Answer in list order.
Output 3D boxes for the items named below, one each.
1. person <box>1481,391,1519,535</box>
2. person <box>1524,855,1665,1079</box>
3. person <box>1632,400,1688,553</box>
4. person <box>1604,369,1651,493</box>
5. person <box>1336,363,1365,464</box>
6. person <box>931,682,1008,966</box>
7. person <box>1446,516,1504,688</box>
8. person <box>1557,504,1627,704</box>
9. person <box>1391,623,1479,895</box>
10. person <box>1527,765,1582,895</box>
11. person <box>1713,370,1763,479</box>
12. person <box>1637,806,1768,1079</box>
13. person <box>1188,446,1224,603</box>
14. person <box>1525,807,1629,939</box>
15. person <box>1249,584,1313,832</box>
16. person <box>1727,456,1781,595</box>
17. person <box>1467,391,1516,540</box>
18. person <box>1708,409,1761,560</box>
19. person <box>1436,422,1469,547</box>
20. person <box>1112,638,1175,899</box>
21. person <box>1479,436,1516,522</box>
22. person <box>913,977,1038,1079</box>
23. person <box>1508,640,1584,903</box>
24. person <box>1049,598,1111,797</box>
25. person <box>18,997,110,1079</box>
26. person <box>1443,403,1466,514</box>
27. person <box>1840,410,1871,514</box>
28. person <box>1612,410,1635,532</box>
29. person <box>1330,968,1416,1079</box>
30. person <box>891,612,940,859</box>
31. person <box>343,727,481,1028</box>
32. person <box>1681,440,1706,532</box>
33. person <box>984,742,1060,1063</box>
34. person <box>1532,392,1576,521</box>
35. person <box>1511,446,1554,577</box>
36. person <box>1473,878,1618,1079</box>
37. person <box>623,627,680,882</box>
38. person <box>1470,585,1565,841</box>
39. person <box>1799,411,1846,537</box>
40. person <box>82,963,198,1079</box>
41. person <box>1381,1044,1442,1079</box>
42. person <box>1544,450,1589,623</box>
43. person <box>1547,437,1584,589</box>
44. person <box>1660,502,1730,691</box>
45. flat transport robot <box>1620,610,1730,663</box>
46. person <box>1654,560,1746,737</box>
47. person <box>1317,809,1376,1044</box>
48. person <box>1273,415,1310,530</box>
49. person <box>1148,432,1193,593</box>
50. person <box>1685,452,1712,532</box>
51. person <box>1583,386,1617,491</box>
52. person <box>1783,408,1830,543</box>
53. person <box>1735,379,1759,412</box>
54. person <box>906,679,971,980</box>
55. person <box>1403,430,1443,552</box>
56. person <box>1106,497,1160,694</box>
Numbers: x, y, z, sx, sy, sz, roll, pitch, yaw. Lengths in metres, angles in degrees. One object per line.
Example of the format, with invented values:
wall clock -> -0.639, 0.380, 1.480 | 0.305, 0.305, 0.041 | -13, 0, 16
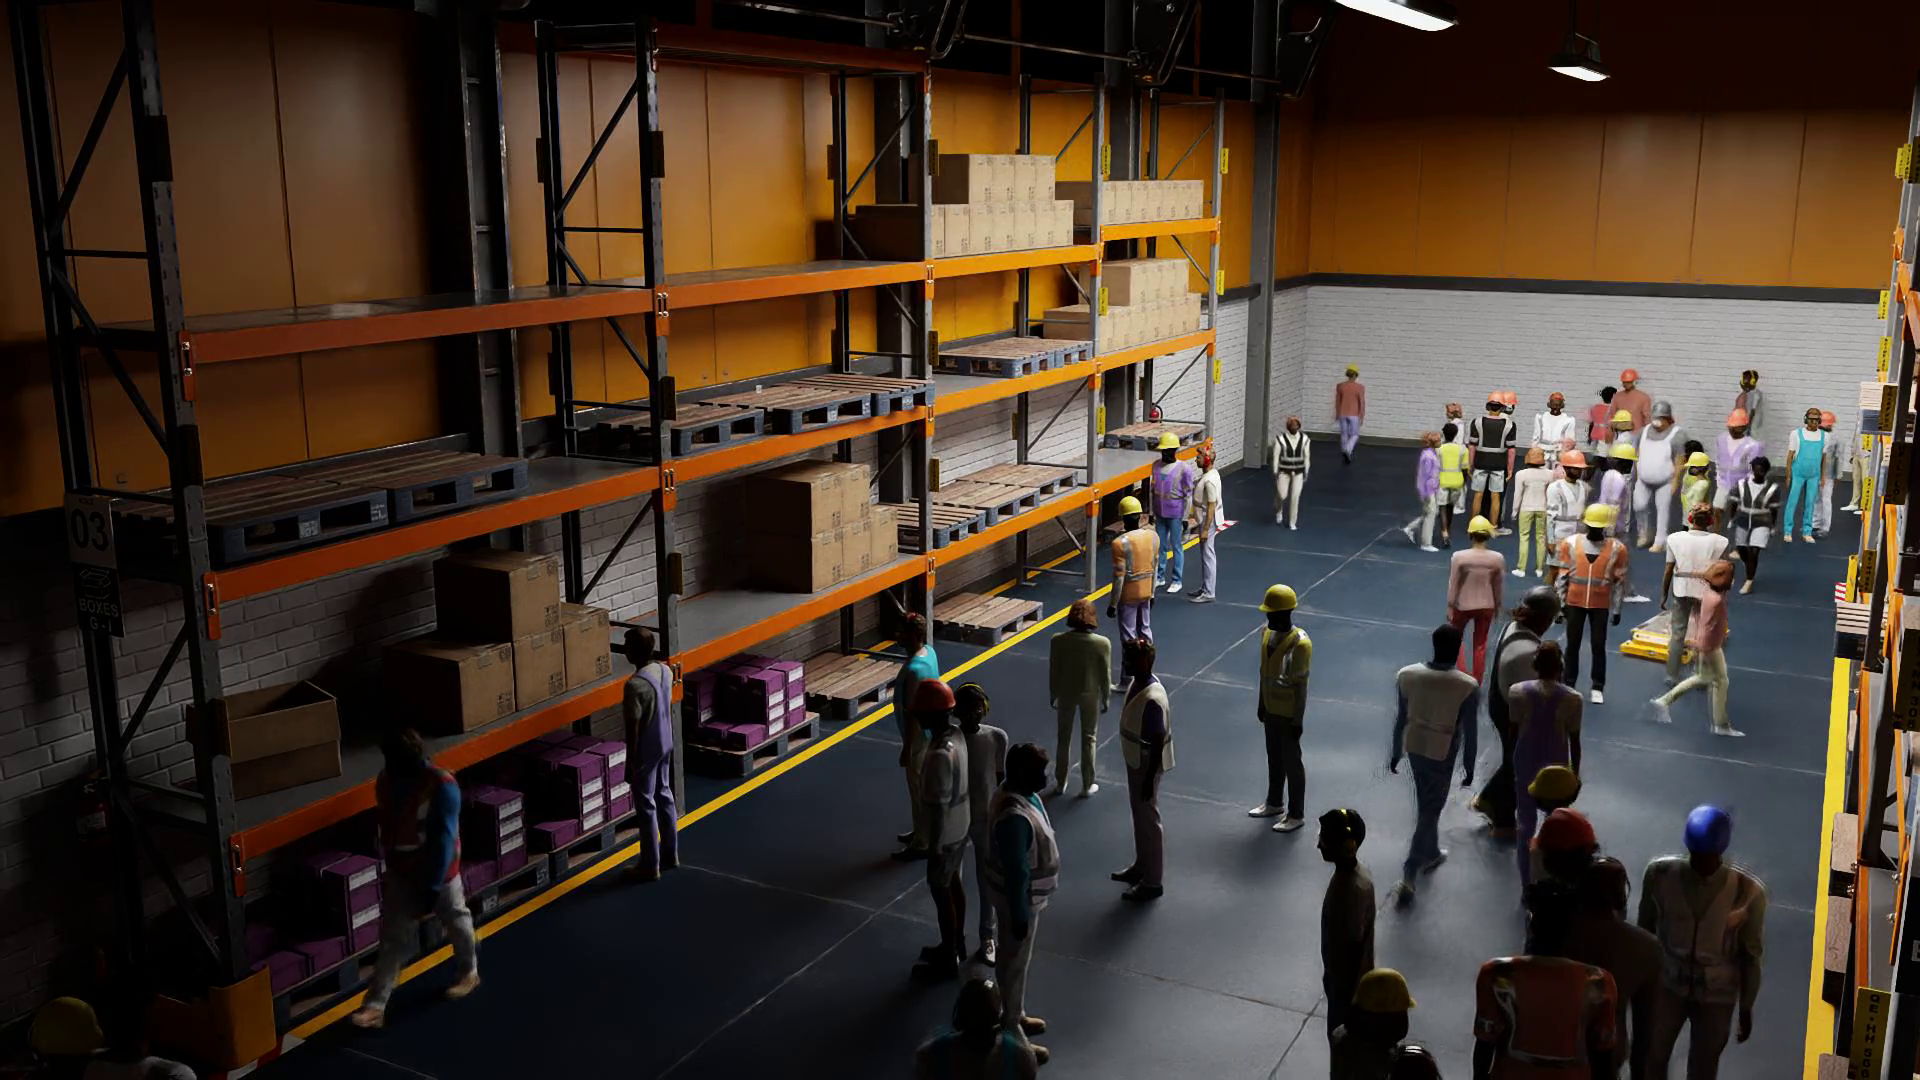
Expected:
person -> 7.489, -1.069, 23.028 | 0.410, 1.986, 0.620 | -3, 13, -14
person -> 2.884, 2.396, 7.680 | 0.657, 1.905, 0.536 | 2, 13, 7
person -> 9.166, -0.840, 21.869 | 0.541, 2.000, 0.692 | -12, 17, -43
person -> 10.240, -1.637, 25.587 | 0.853, 1.968, 0.666 | -11, 16, -40
person -> 6.621, -2.135, 28.326 | 0.543, 1.740, 0.505 | 9, 15, 34
person -> 0.062, 1.788, 10.516 | 0.509, 1.862, 0.328 | -1, 13, -5
person -> 4.916, 0.633, 15.918 | 0.556, 1.749, 0.402 | 0, 13, -1
person -> 5.966, 0.591, 15.747 | 0.592, 1.918, 0.378 | 6, 14, 24
person -> 3.297, 1.522, 11.703 | 0.601, 1.871, 0.978 | 11, 17, 40
person -> 3.370, 2.083, 9.486 | 0.320, 1.735, 0.666 | 6, 14, 24
person -> 12.512, -1.793, 26.587 | 0.766, 1.842, 0.499 | 1, 13, 6
person -> 3.671, 2.240, 8.323 | 0.606, 1.928, 0.508 | 7, 15, 30
person -> 2.880, -0.181, 19.356 | 0.390, 1.847, 0.563 | 1, 13, 5
person -> 2.908, 2.281, 7.973 | 0.609, 2.015, 0.554 | -9, 15, -34
person -> 2.448, 1.268, 12.721 | 0.408, 1.918, 0.584 | -5, 14, -22
person -> 9.500, -0.210, 19.873 | 0.541, 1.670, 0.671 | 11, 16, 40
person -> 7.231, -1.017, 22.690 | 0.613, 2.033, 0.410 | 4, 13, 17
person -> 9.838, -0.679, 21.266 | 1.054, 1.984, 0.630 | -9, 15, -34
person -> 6.549, -0.740, 22.302 | 0.534, 1.662, 0.801 | 1, 13, 4
person -> 1.286, 1.569, 11.522 | 0.381, 1.844, 0.566 | -1, 13, -5
person -> 7.459, -0.978, 23.181 | 0.485, 1.736, 0.308 | 7, 14, 27
person -> 0.065, 2.627, 6.809 | 0.546, 1.832, 0.382 | -1, 13, -5
person -> 4.040, 1.576, 11.551 | 0.502, 1.816, 0.692 | 5, 14, 22
person -> 0.963, 1.267, 13.380 | 0.503, 1.624, 0.296 | 3, 13, 12
person -> -3.512, 2.669, 6.651 | 0.403, 1.825, 0.591 | 6, 14, 24
person -> 7.252, -1.202, 24.435 | 0.321, 1.627, 0.529 | -2, 13, -8
person -> 13.227, -1.194, 24.375 | 0.266, 1.631, 0.507 | -1, 13, -6
person -> 9.117, -0.932, 22.979 | 0.320, 1.738, 0.483 | 10, 16, 38
person -> 1.730, 2.626, 7.049 | 0.335, 1.734, 0.497 | -4, 13, -17
person -> -0.307, 1.423, 12.171 | 0.389, 1.847, 0.563 | 2, 13, 8
person -> -3.239, 1.983, 9.815 | 0.623, 1.781, 0.987 | 5, 14, 23
person -> 9.214, -0.404, 20.778 | 0.426, 1.667, 0.557 | 5, 14, 23
person -> 0.353, 2.031, 9.476 | 0.430, 1.840, 0.624 | 1, 13, 3
person -> 8.445, -1.173, 23.730 | 0.576, 1.880, 0.360 | 7, 14, 29
person -> 7.079, -0.346, 20.575 | 0.499, 1.634, 0.279 | 0, 13, -1
person -> 2.566, 2.436, 7.370 | 0.601, 1.967, 0.369 | 3, 13, 13
person -> -2.210, 1.509, 11.813 | 0.336, 1.839, 0.513 | 6, 14, 23
person -> 4.209, 1.285, 12.358 | 0.540, 2.000, 0.689 | 2, 13, 11
person -> 11.852, -0.913, 22.899 | 0.439, 1.734, 0.602 | -5, 14, -21
person -> -3.279, 2.631, 6.577 | 0.592, 1.936, 0.843 | 5, 13, 20
person -> 1.659, 2.757, 6.223 | 0.502, 1.839, 0.343 | 1, 13, 5
person -> 6.766, -0.044, 18.532 | 0.545, 1.942, 0.351 | -6, 14, -25
person -> 7.194, -0.278, 19.759 | 0.455, 1.872, 0.709 | 6, 14, 26
person -> 7.092, 0.551, 16.082 | 0.574, 1.843, 0.374 | 5, 14, 21
flat transport robot -> 7.580, 1.007, 17.595 | 0.652, 0.197, 1.431 | 11, 16, 40
person -> 6.677, 0.944, 14.875 | 0.701, 1.605, 0.499 | 4, 13, 19
person -> 1.937, 2.245, 8.470 | 0.329, 1.862, 0.510 | 1, 13, 5
person -> 4.637, -0.948, 23.304 | 0.513, 1.625, 0.395 | 0, 13, -1
person -> 2.490, -0.330, 19.841 | 0.585, 1.928, 0.378 | 12, 17, 43
person -> 8.592, -0.157, 19.451 | 0.340, 1.762, 0.526 | 7, 14, 28
person -> 10.125, -1.594, 26.123 | 0.903, 1.639, 0.550 | -5, 14, -22
person -> 11.417, -0.869, 22.440 | 0.507, 1.846, 0.346 | 2, 13, 8
person -> 12.563, -1.775, 26.726 | 0.396, 1.753, 0.529 | 10, 16, 37
person -> -0.135, 1.790, 10.357 | 0.388, 1.928, 0.547 | 2, 13, 9
person -> 6.157, -0.650, 21.960 | 0.422, 1.623, 0.530 | 4, 13, 18
person -> 1.649, 0.533, 16.004 | 0.585, 1.917, 0.382 | -10, 16, -37
